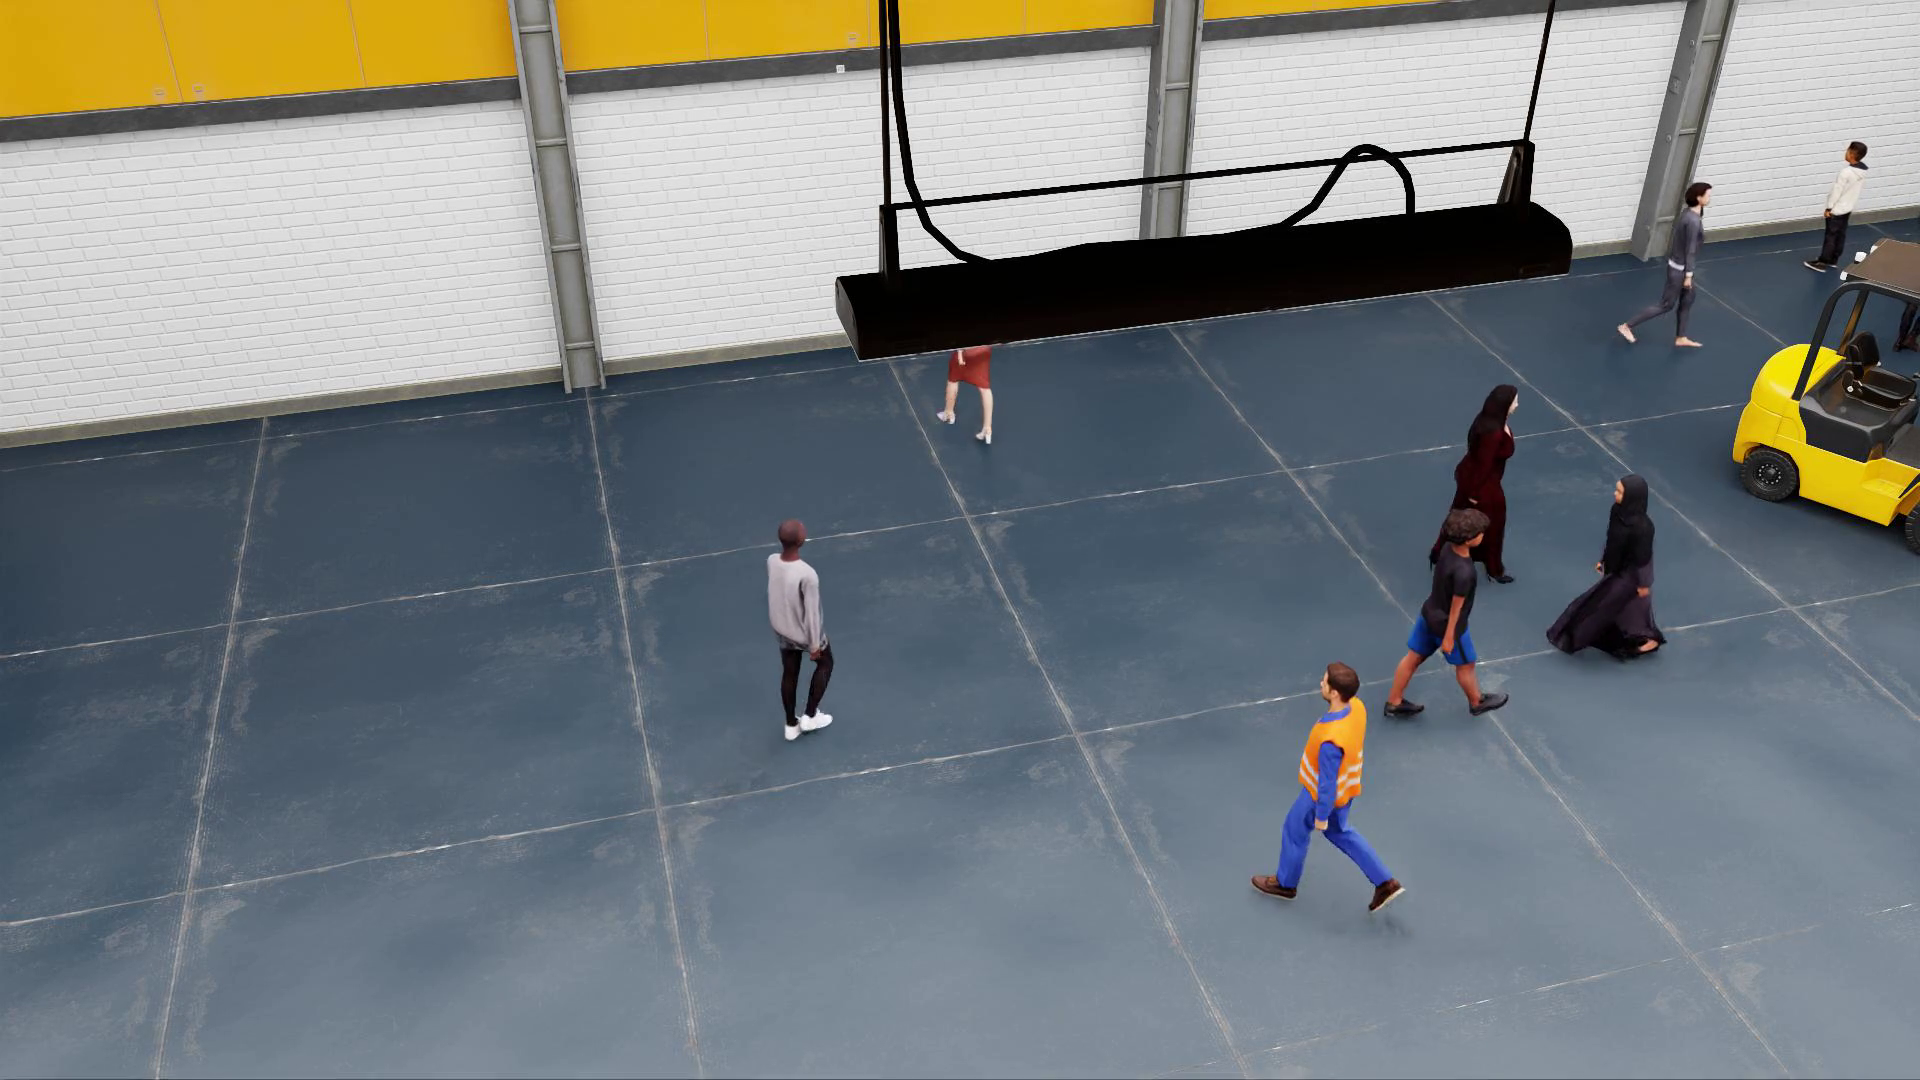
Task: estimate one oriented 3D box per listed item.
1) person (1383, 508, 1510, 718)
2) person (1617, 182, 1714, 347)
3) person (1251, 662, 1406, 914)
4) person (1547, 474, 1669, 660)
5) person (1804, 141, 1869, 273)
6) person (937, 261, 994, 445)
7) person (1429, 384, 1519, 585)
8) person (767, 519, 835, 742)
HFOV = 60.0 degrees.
[{"bbox_3d":[3.316,0.566,11.650,1.156,1.749,0.768,-3,34,-5],"label":"person"},{"bbox_3d":[7.103,-2.716,16.598,1.180,1.739,0.973,9,35,13],"label":"person"},{"bbox_3d":[2.329,1.559,10.084,1.229,1.830,1.163,17,37,23],"label":"person"},{"bbox_3d":[5.015,0.231,12.299,1.209,1.588,0.853,0,34,0],"label":"person"},{"bbox_3d":[9.710,-3.667,18.290,0.569,1.450,0.720,-20,39,-27],"label":"person"},{"bbox_3d":[0.166,-1.658,15.021,0.927,1.723,0.856,-20,38,-27],"label":"person"},{"bbox_3d":[4.011,-0.443,13.193,1.021,1.723,0.887,6,34,9],"label":"person"},{"bbox_3d":[-1.186,0.671,11.481,0.761,1.762,0.808,22,40,30],"label":"person"}]
